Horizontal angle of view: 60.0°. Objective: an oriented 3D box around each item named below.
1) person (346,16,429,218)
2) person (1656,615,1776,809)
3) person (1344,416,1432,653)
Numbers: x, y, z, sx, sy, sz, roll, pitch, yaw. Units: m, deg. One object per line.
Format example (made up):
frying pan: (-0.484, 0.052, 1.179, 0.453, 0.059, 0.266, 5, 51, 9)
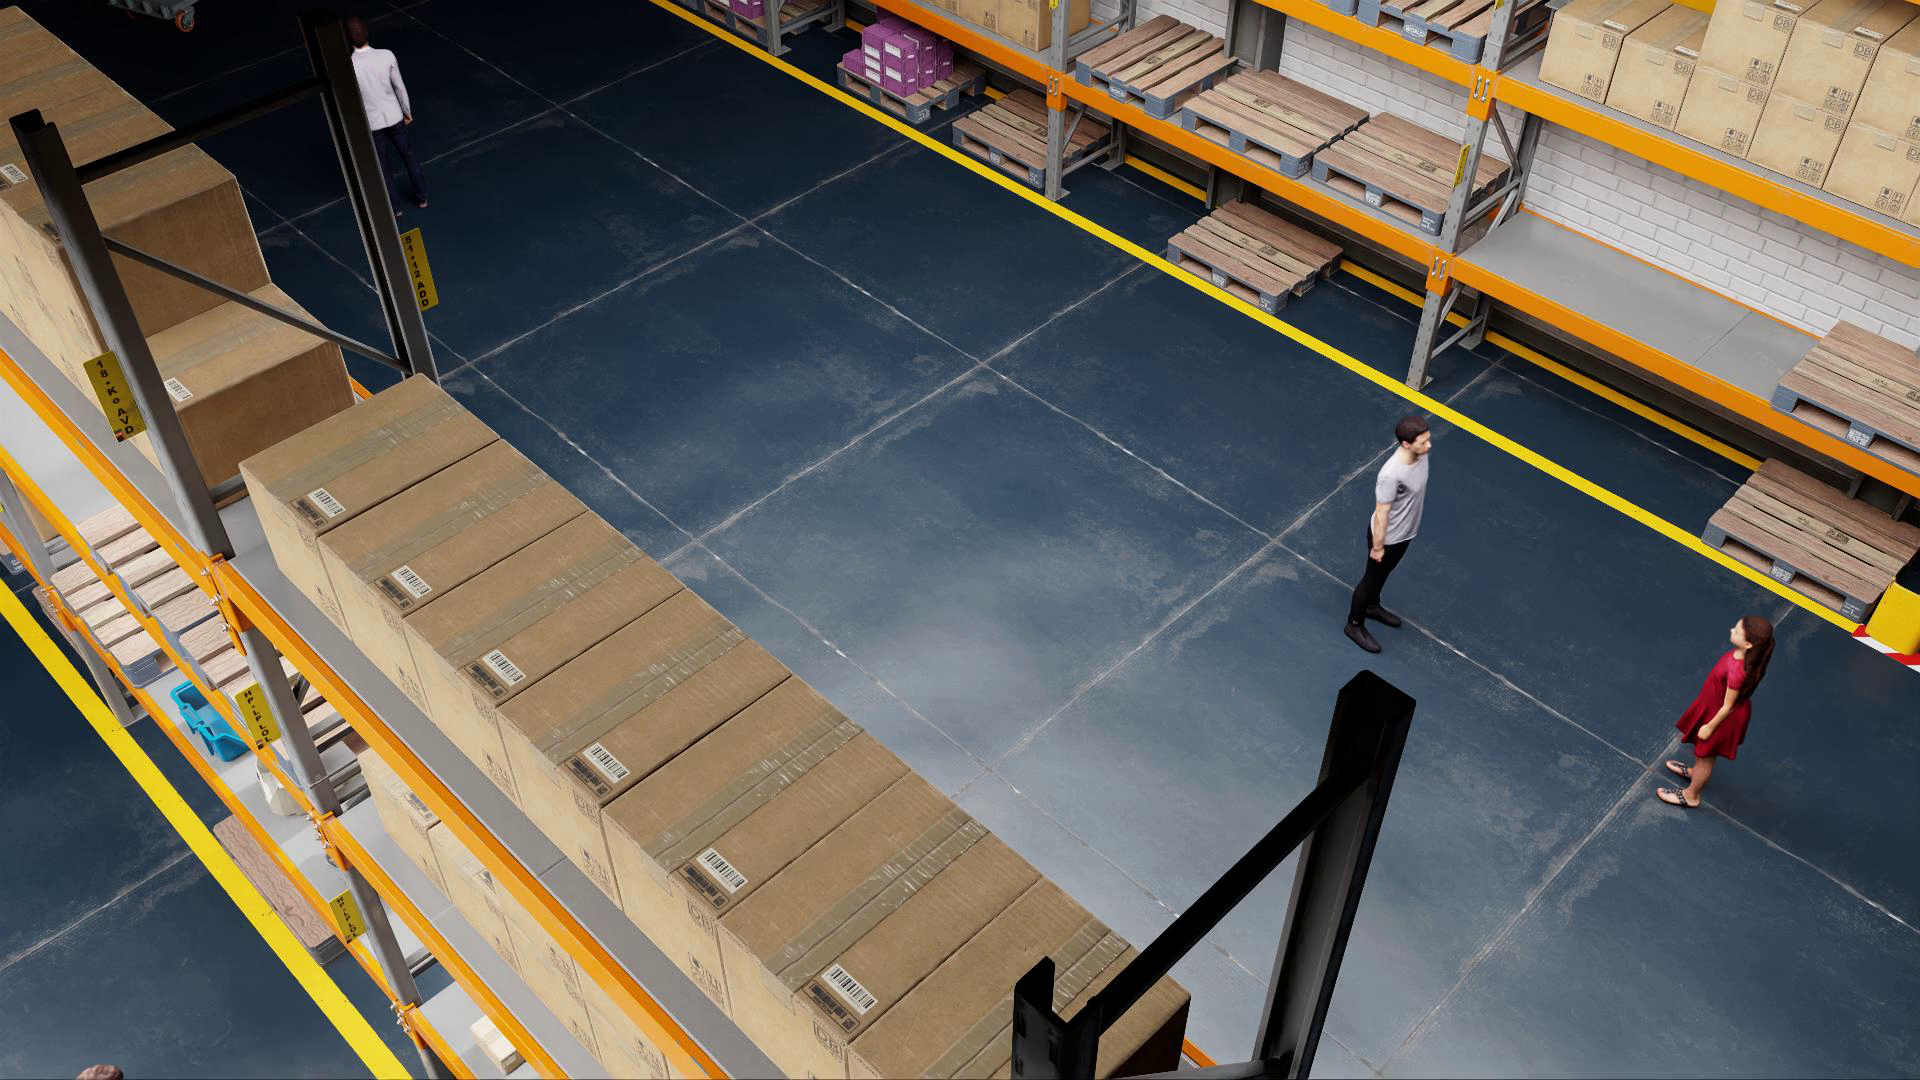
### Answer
person: (-5.153, -3.760, 14.811, 0.718, 1.848, 0.619, -26, 49, -24)
person: (4.586, 1.023, 10.005, 0.661, 1.552, 0.601, 23, 48, 22)
person: (2.830, -0.079, 10.936, 0.587, 1.863, 0.685, 28, 50, 26)
